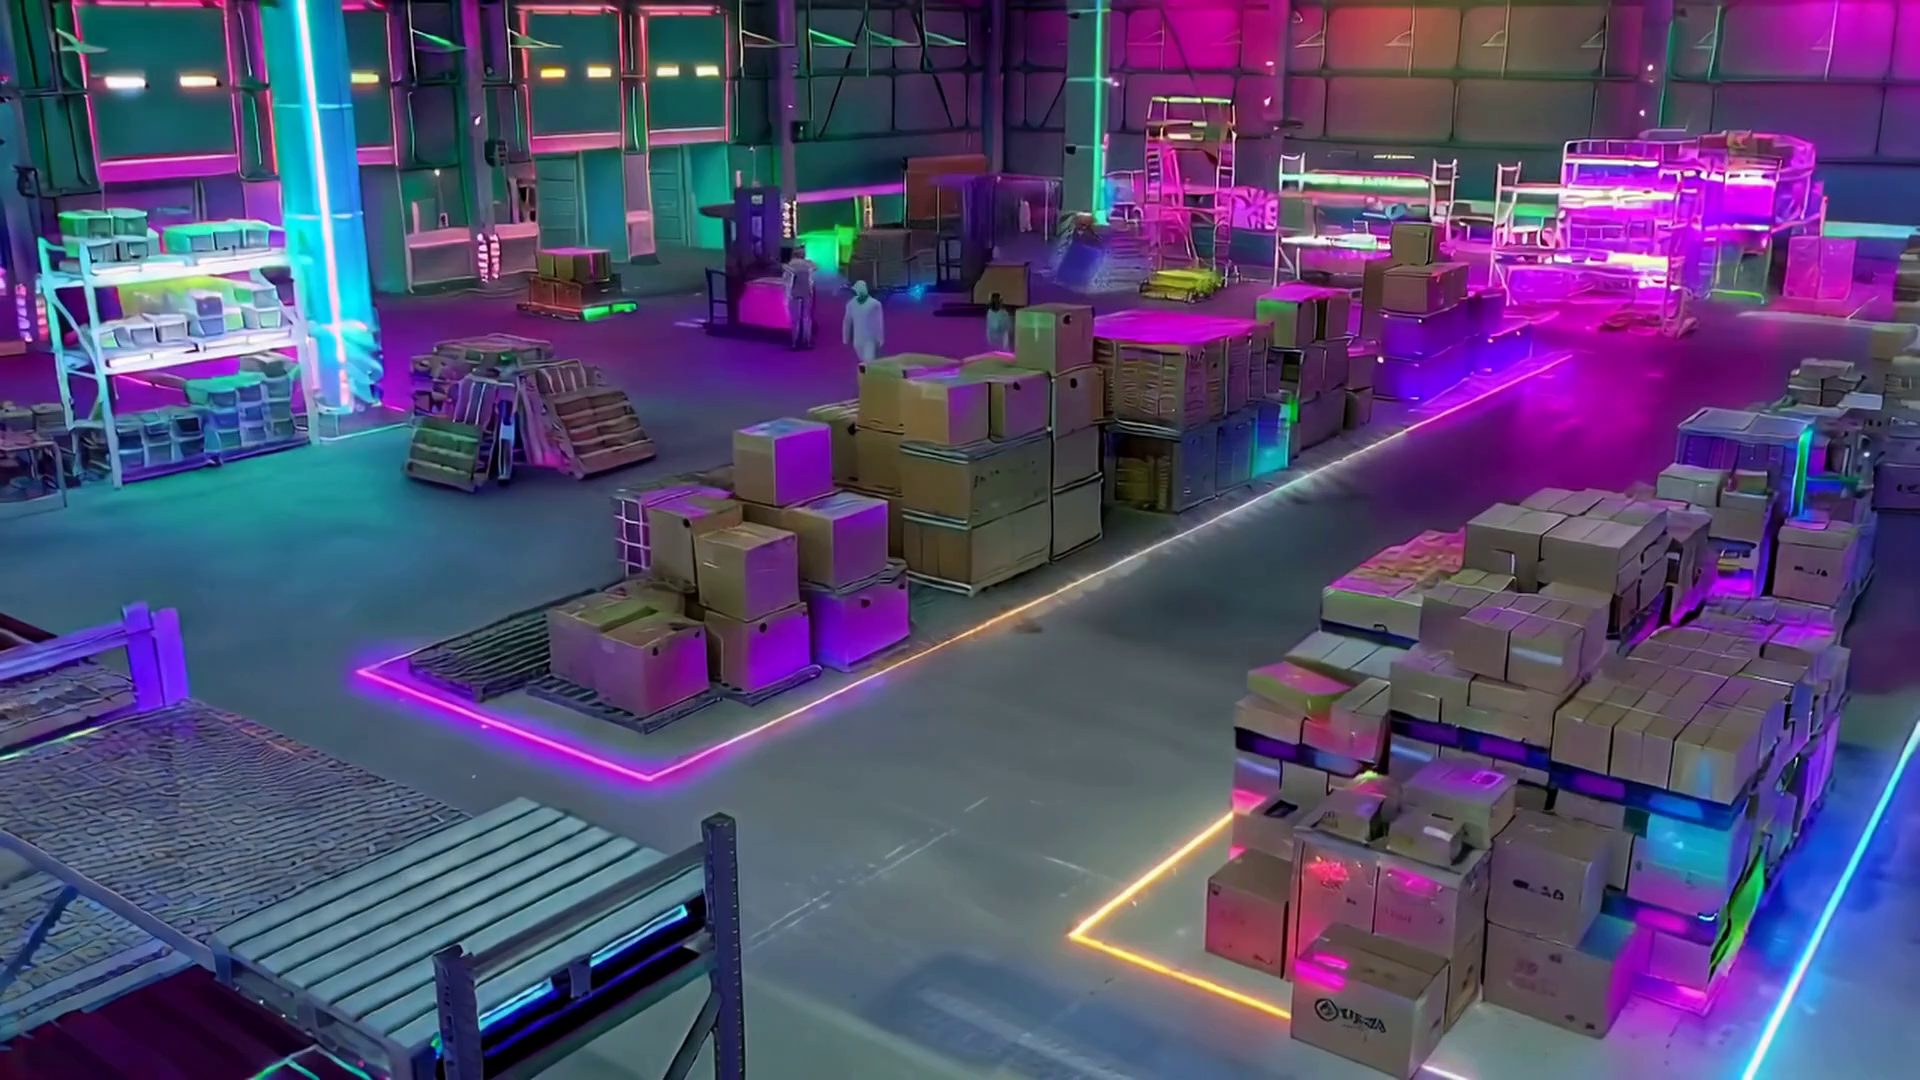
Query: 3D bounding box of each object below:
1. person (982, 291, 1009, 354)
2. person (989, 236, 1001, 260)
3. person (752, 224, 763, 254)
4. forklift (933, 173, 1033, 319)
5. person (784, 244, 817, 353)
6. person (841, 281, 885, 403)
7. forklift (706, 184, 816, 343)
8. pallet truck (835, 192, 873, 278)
[{"bbox_3d":[0.548,-3.014,25.777,0.391,1.681,0.559,-12,20,-33],"label":"person"},{"bbox_3d":[0.534,-5.614,34.066,0.624,1.886,0.780,0,17,0],"label":"person"},{"bbox_3d":[-4.065,-5.249,32.779,0.367,1.927,0.590,11,20,33],"label":"person"},{"bbox_3d":[0.484,-5.929,33.408,1.873,2.768,1.129,3,17,10],"label":"forklift"},{"bbox_3d":[-2.839,-4.310,29.678,0.632,1.930,0.387,-9,19,-27],"label":"person"},{"bbox_3d":[-1.519,-2.991,25.364,0.646,1.885,1.022,9,19,27],"label":"person"},{"bbox_3d":[-3.712,-5.181,30.930,1.873,2.768,1.129,12,21,35],"label":"forklift"},{"bbox_3d":[-1.936,-7.159,38.982,1.885,1.965,0.823,-12,21,-34],"label":"pallet truck"}]
